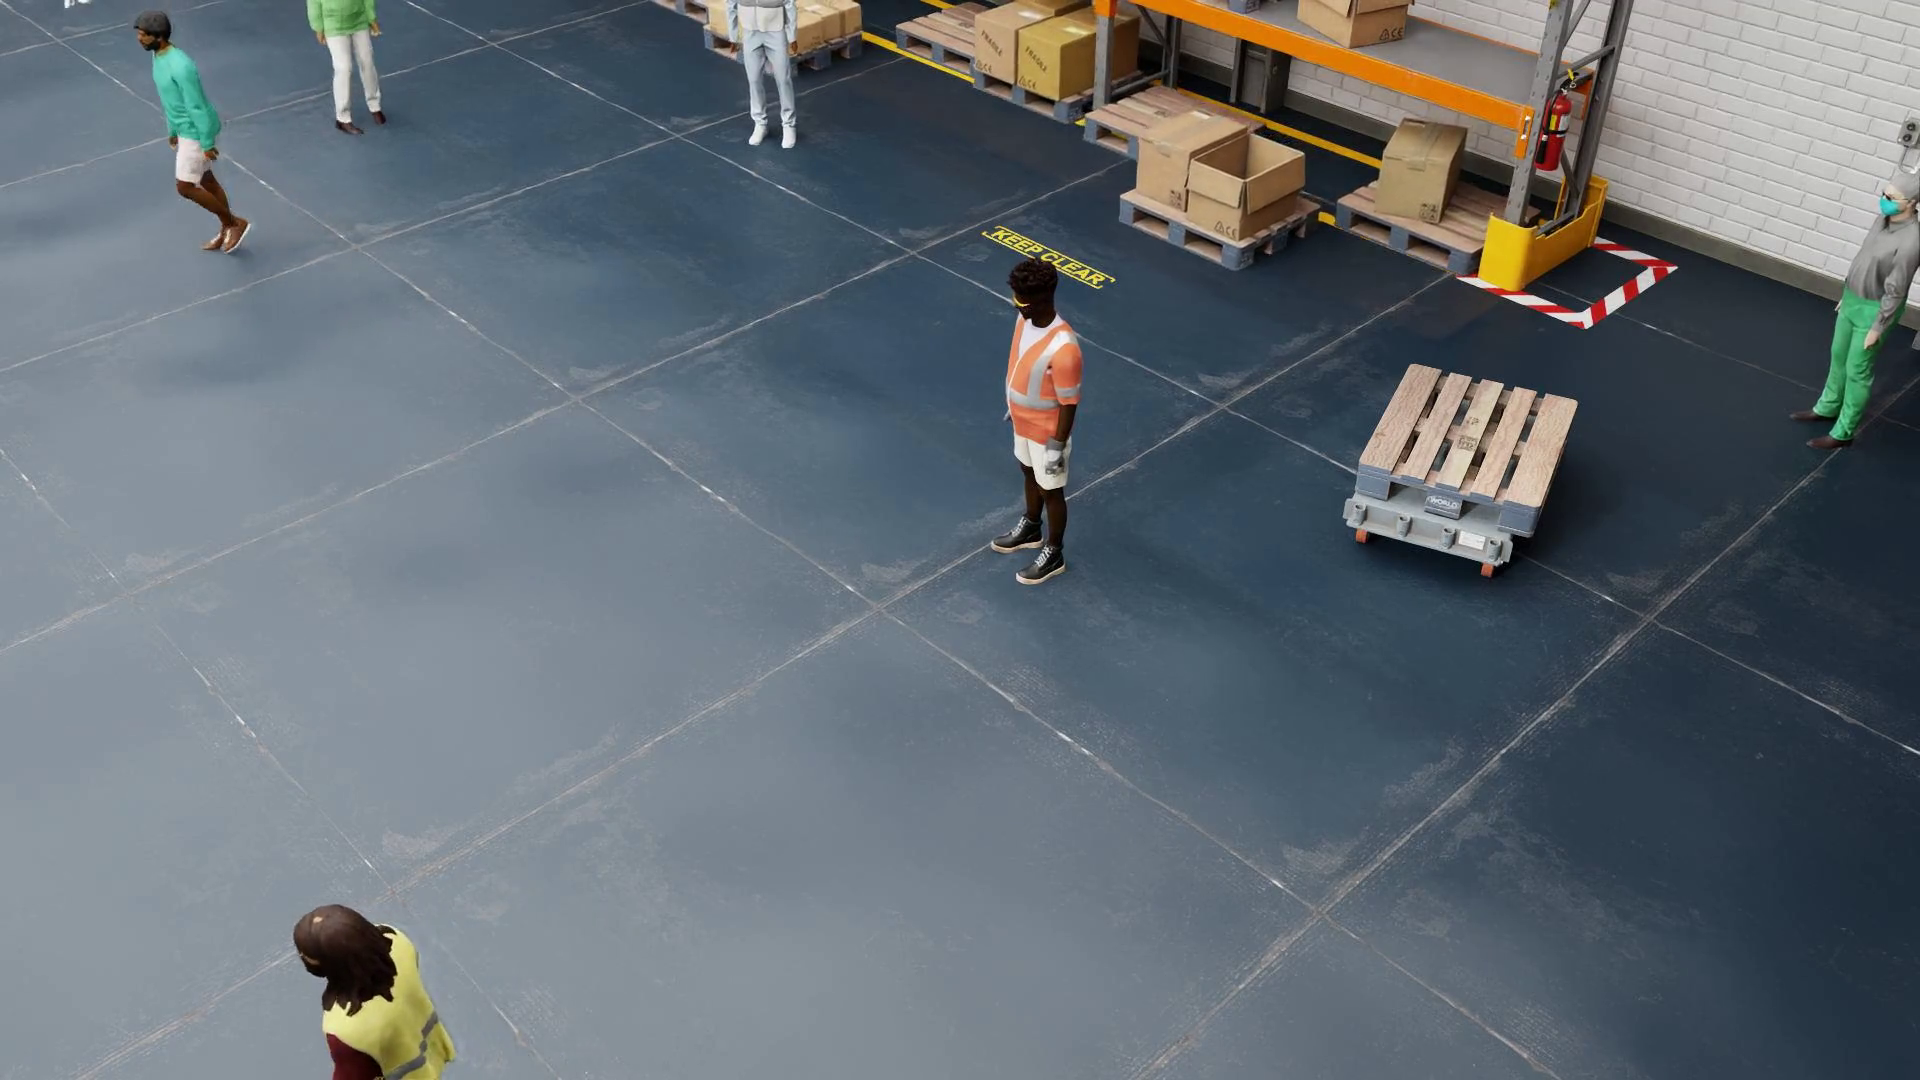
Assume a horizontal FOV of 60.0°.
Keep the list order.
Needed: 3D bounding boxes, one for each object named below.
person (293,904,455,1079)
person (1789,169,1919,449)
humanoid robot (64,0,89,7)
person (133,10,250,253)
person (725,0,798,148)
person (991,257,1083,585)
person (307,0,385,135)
[{"bbox_3d":[-2.062,1.887,5.806,0.583,1.748,0.495,0,37,0],"label":"person"},{"bbox_3d":[5.521,-1.418,10.110,0.327,1.838,0.519,1,37,1],"label":"person"},{"bbox_3d":[-8.916,-6.141,16.476,0.555,1.809,0.790,-4,37,-6],"label":"humanoid robot"},{"bbox_3d":[-5.625,-2.959,12.151,0.461,1.837,0.497,-23,43,-27],"label":"person"},{"bbox_3d":[-1.625,-4.203,13.743,0.597,1.908,0.399,5,37,6],"label":"person"},{"bbox_3d":[0.418,-0.643,8.985,0.383,1.958,0.600,-13,39,-17],"label":"person"},{"bbox_3d":[-5.213,-4.360,14.067,0.484,1.759,0.614,28,45,31],"label":"person"}]
